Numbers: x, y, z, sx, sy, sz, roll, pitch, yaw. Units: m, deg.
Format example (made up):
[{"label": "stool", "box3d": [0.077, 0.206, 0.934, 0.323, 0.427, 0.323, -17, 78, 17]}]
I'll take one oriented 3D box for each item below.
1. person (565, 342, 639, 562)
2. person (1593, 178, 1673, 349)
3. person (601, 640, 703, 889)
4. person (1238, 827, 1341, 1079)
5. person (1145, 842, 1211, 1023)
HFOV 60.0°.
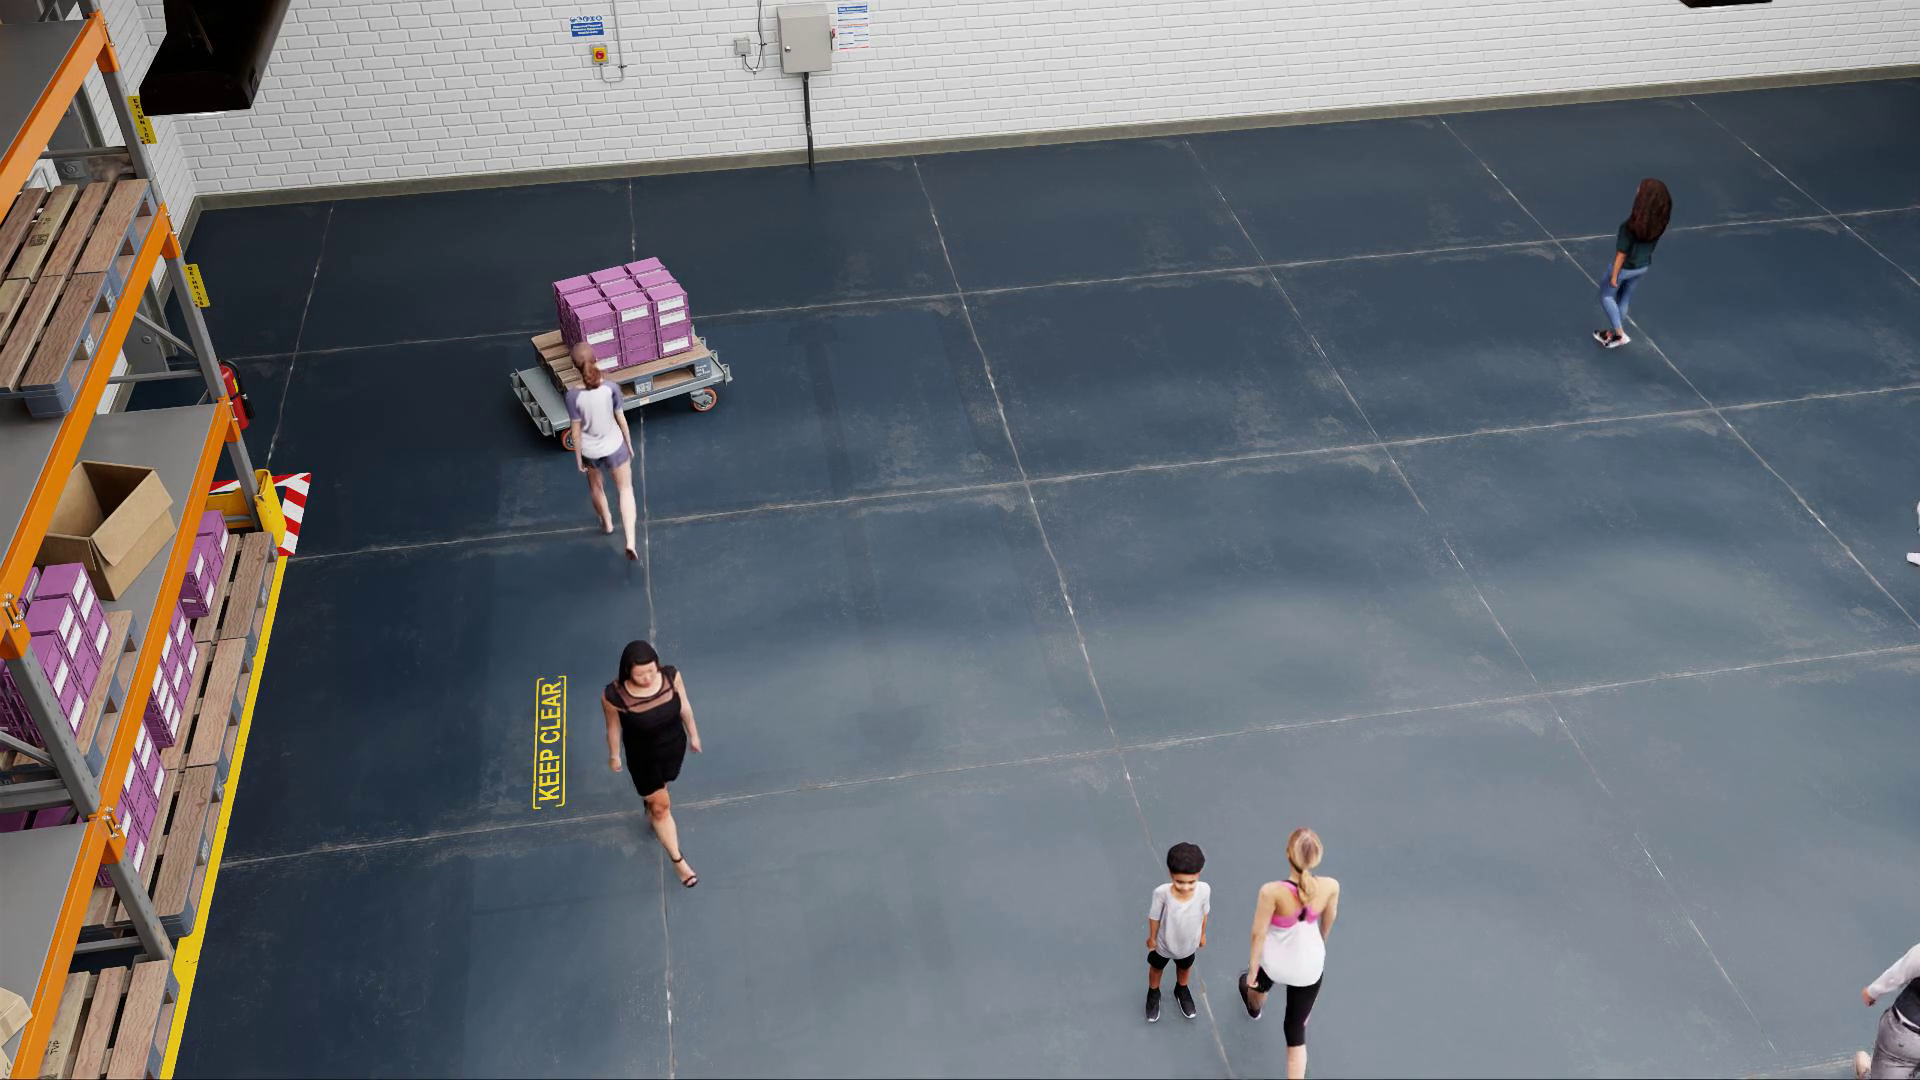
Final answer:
[{"label": "person", "box3d": [-2.580, -0.621, 12.069, 0.642, 1.744, 1.030, -11, 40, -13]}, {"label": "person", "box3d": [5.811, -2.321, 14.309, 0.649, 1.605, 0.747, -13, 41, -16]}, {"label": "person", "box3d": [-1.851, 1.200, 9.843, 0.949, 1.676, 1.136, -24, 45, -27]}, {"label": "person", "box3d": [1.703, 2.257, 8.477, 0.664, 1.729, 1.197, -5, 39, -6]}, {"label": "person", "box3d": [1.181, 2.111, 9.034, 0.498, 1.261, 0.510, -4, 39, -4]}]
